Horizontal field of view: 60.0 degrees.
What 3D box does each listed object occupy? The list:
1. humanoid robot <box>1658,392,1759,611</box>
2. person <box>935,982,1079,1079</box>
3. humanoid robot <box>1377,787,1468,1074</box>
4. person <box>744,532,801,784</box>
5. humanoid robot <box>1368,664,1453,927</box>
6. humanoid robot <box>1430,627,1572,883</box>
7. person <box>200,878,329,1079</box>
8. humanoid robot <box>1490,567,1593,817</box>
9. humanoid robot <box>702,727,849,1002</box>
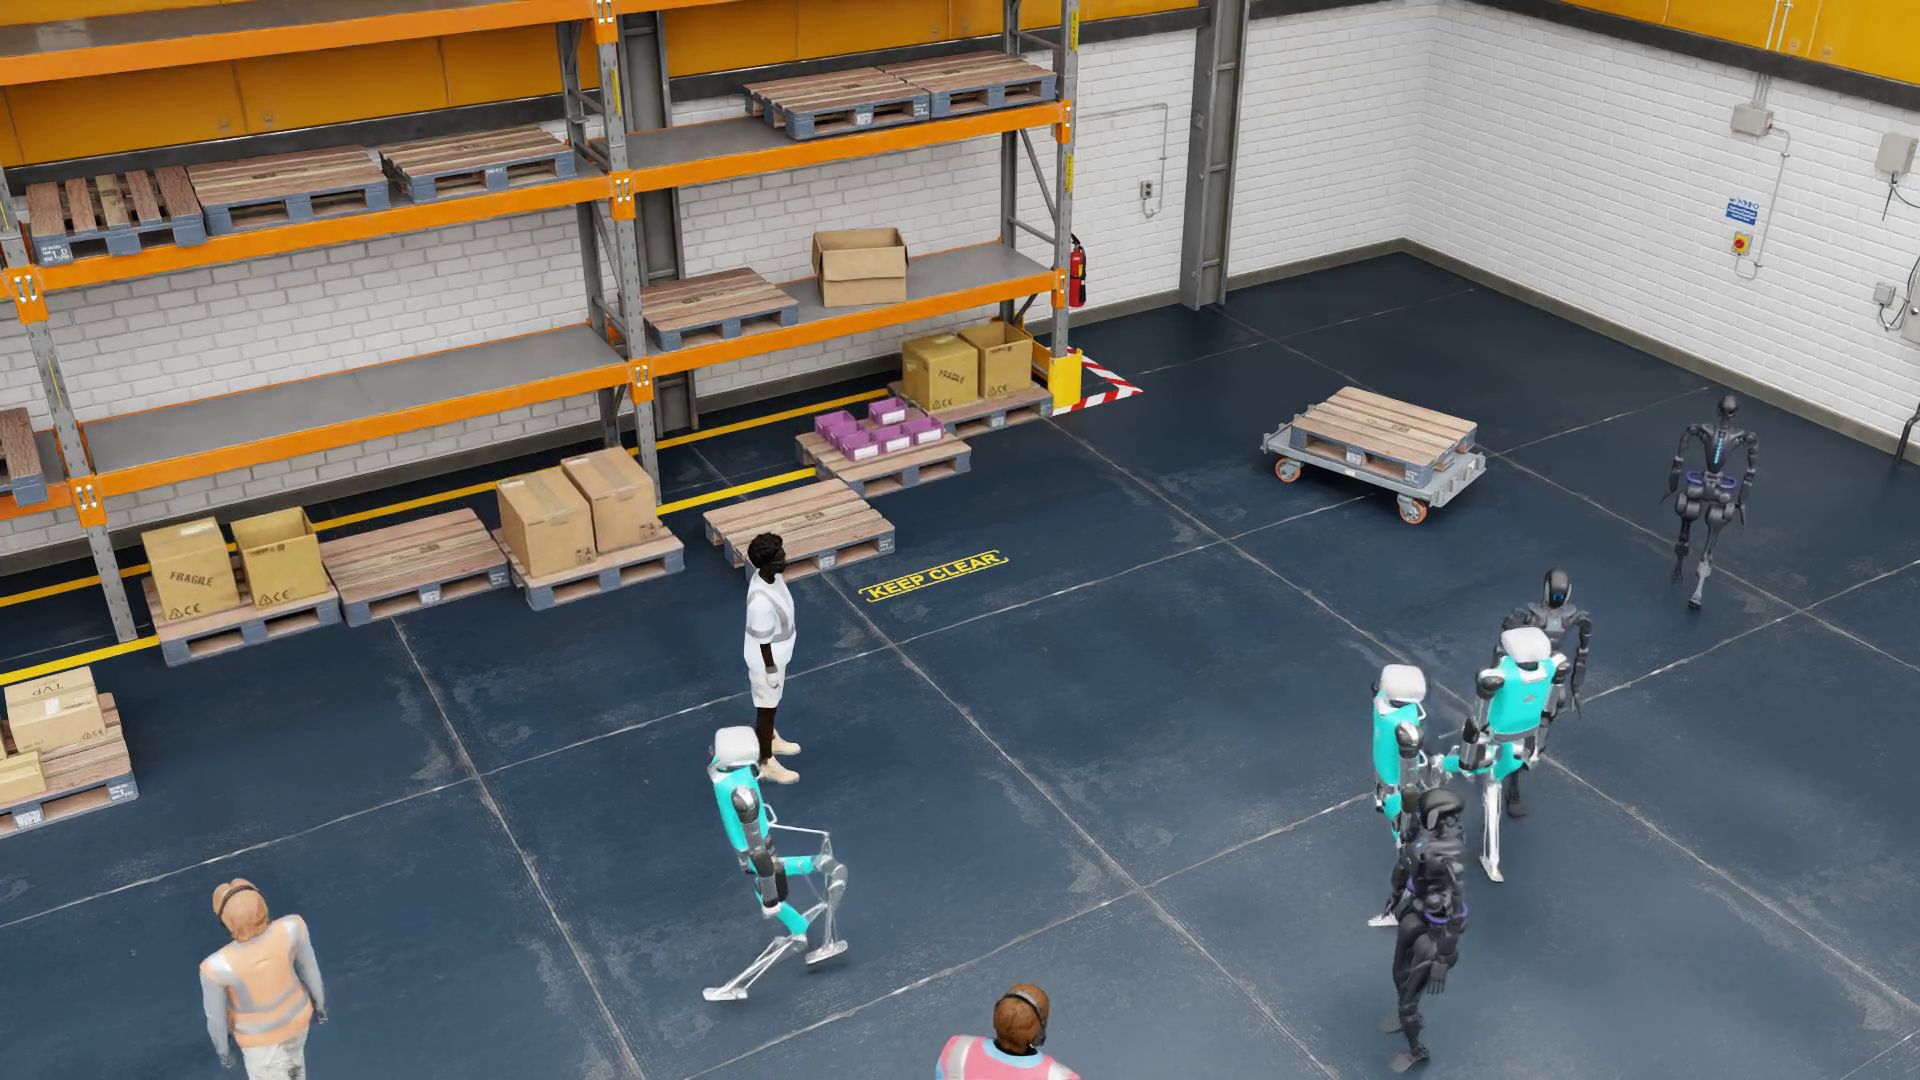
[{"bbox_3d":[5.430,-0.300,12.115,0.601,1.642,0.740,13,32,21],"label":"humanoid robot"},{"bbox_3d":[0.211,2.563,6.855,0.630,1.835,0.432,11,31,19],"label":"person"},{"bbox_3d":[2.282,1.889,8.199,0.322,1.653,0.609,-6,30,-11],"label":"humanoid robot"},{"bbox_3d":[-1.165,0.708,10.267,0.322,1.697,0.532,0,29,0],"label":"person"},{"bbox_3d":[2.533,1.459,8.932,0.807,1.819,0.532,-2,30,-4],"label":"humanoid robot"},{"bbox_3d":[2.970,1.103,9.581,0.574,1.793,0.966,-7,30,-13],"label":"humanoid robot"},{"bbox_3d":[-3.135,2.245,7.632,0.762,1.613,0.520,24,37,36],"label":"person"},{"bbox_3d":[3.462,0.864,10.035,0.612,1.649,0.563,2,30,3],"label":"humanoid robot"},{"bbox_3d":[-0.880,1.657,8.584,1.044,1.748,0.544,-12,32,-20],"label":"humanoid robot"}]
